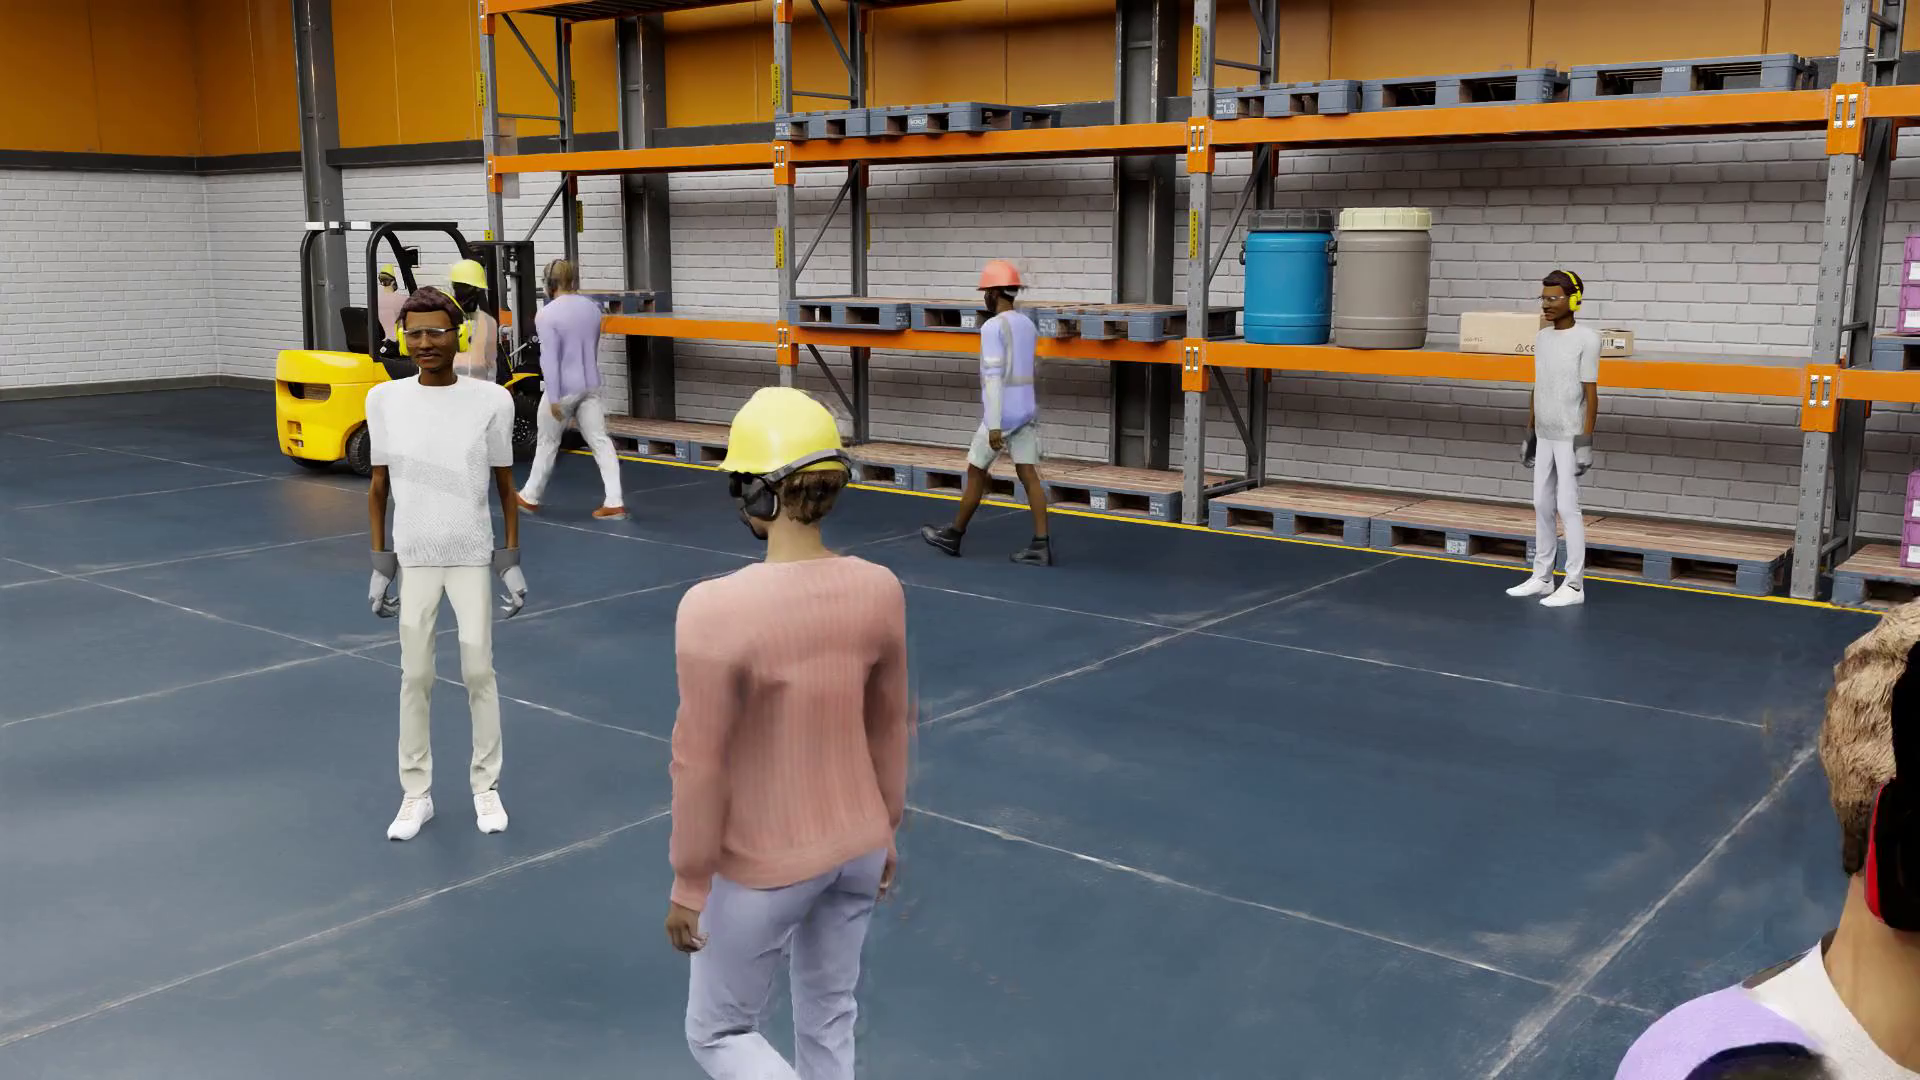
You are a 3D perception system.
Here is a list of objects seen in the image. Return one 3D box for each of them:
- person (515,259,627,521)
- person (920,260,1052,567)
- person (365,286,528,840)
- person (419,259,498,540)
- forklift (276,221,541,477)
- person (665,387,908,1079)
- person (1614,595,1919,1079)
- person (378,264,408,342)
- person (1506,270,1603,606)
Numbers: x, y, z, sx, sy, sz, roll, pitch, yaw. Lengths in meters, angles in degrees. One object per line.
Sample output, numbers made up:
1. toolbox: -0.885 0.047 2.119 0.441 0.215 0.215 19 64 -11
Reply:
1. person: -2.853 -1.081 12.069 1.037 1.881 0.653 7 12 33
2. person: 0.208 -0.796 10.442 0.971 1.886 0.574 7 13 36
3. person: -1.740 0.083 5.643 0.521 1.873 0.334 -2 10 -10
4. person: -3.458 -0.966 11.391 0.612 1.894 0.829 -9 14 -42
5. forklift: -4.922 -1.741 14.854 1.214 2.155 2.313 8 13 38
6. person: -0.283 0.594 3.118 0.543 1.751 0.487 -10 14 -44
7. person: 0.553 0.899 1.261 0.568 1.822 0.749 -7 12 -35
8. person: -6.112 -2.084 17.963 0.523 1.761 0.323 2 10 11
9. person: 3.327 -0.562 9.261 0.320 1.861 0.515 -4 11 -20
